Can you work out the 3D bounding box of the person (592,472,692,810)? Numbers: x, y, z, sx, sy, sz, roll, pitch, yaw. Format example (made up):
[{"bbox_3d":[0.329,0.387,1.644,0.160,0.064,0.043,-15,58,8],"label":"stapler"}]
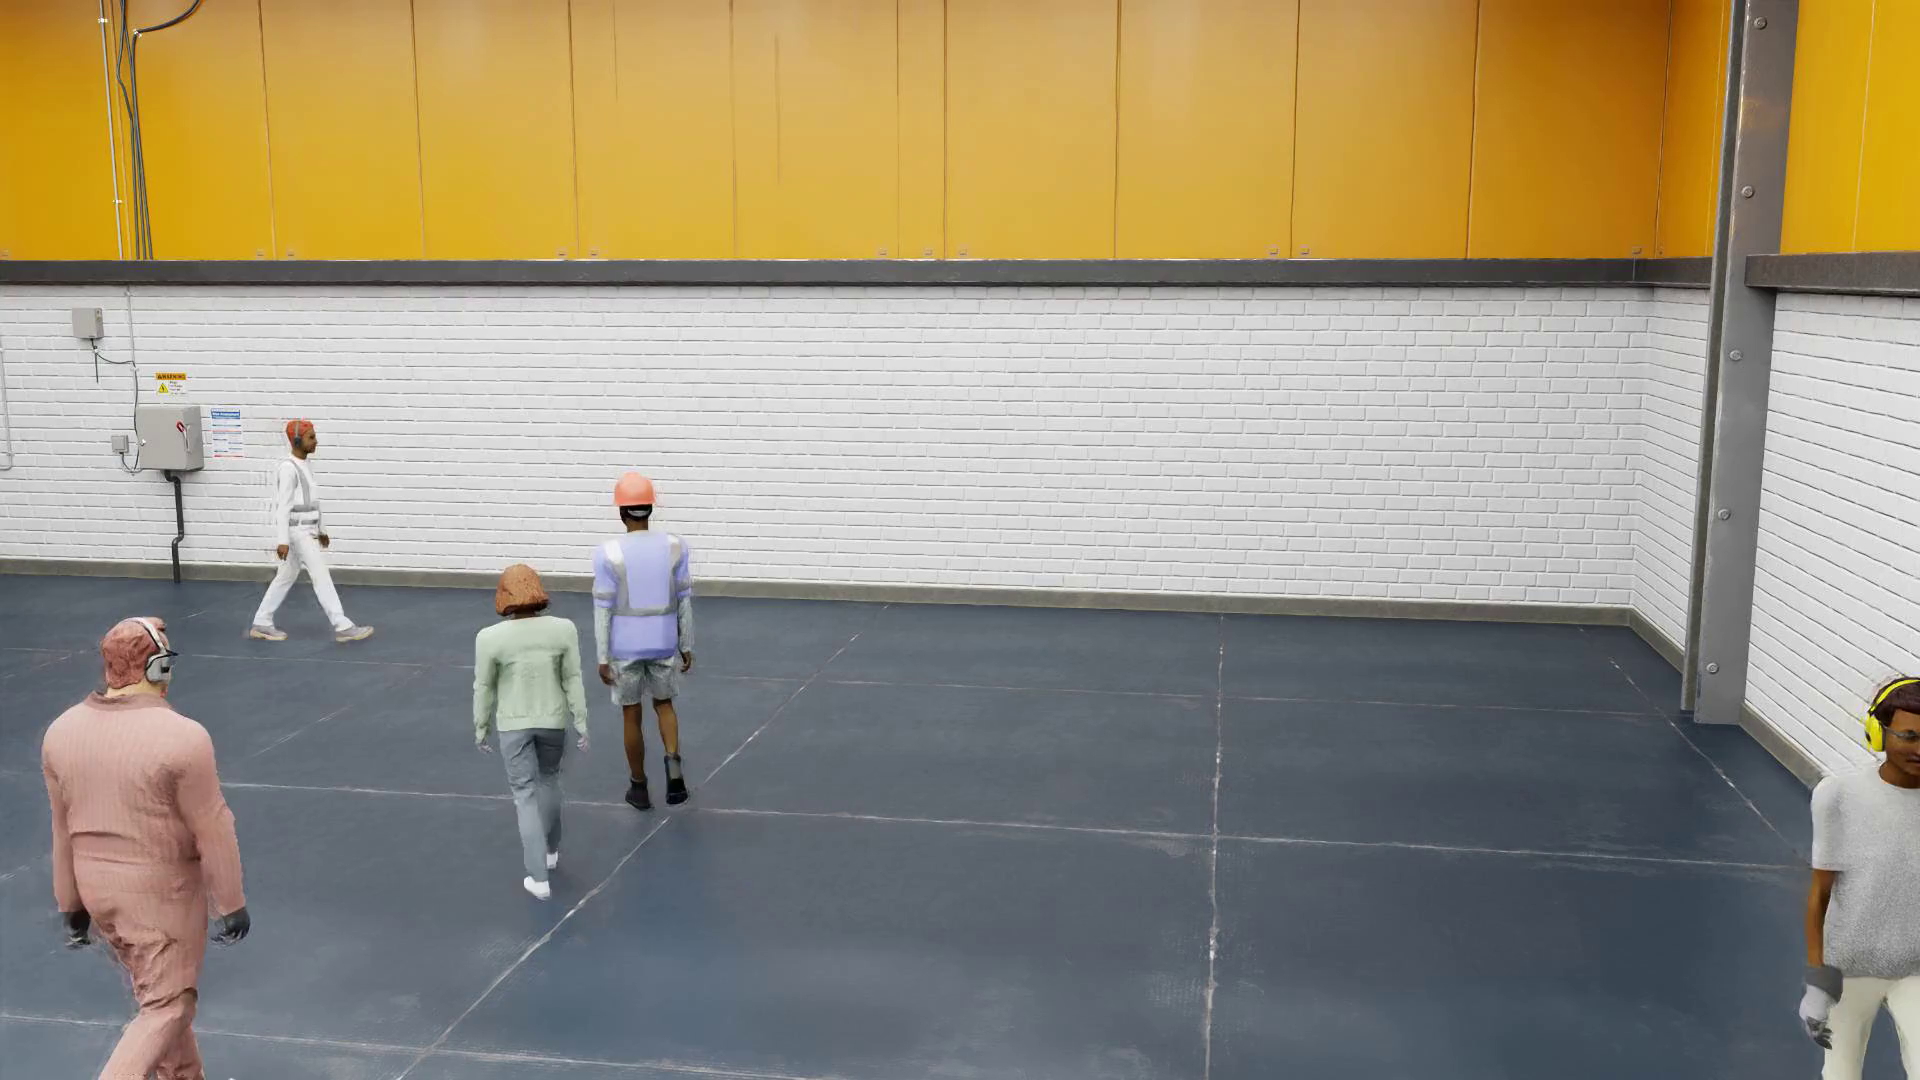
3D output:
[{"bbox_3d":[-1.753,0.584,9.241,0.560,1.927,0.523,-5,10,-26],"label":"person"}]

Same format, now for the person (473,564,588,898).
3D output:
[{"bbox_3d":[-2.140,0.907,8.209,0.521,1.604,0.688,-5,10,-28],"label":"person"}]

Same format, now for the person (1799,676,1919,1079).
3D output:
[{"bbox_3d":[2.759,1.317,4.963,0.503,1.850,0.580,2,9,10],"label":"person"}]

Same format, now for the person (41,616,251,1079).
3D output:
[{"bbox_3d":[-2.778,1.206,5.590,0.652,1.876,0.836,3,10,19],"label":"person"}]

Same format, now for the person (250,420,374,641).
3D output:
[{"bbox_3d":[-5.378,-0.065,13.565,1.003,1.831,0.607,-1,9,-9],"label":"person"}]
